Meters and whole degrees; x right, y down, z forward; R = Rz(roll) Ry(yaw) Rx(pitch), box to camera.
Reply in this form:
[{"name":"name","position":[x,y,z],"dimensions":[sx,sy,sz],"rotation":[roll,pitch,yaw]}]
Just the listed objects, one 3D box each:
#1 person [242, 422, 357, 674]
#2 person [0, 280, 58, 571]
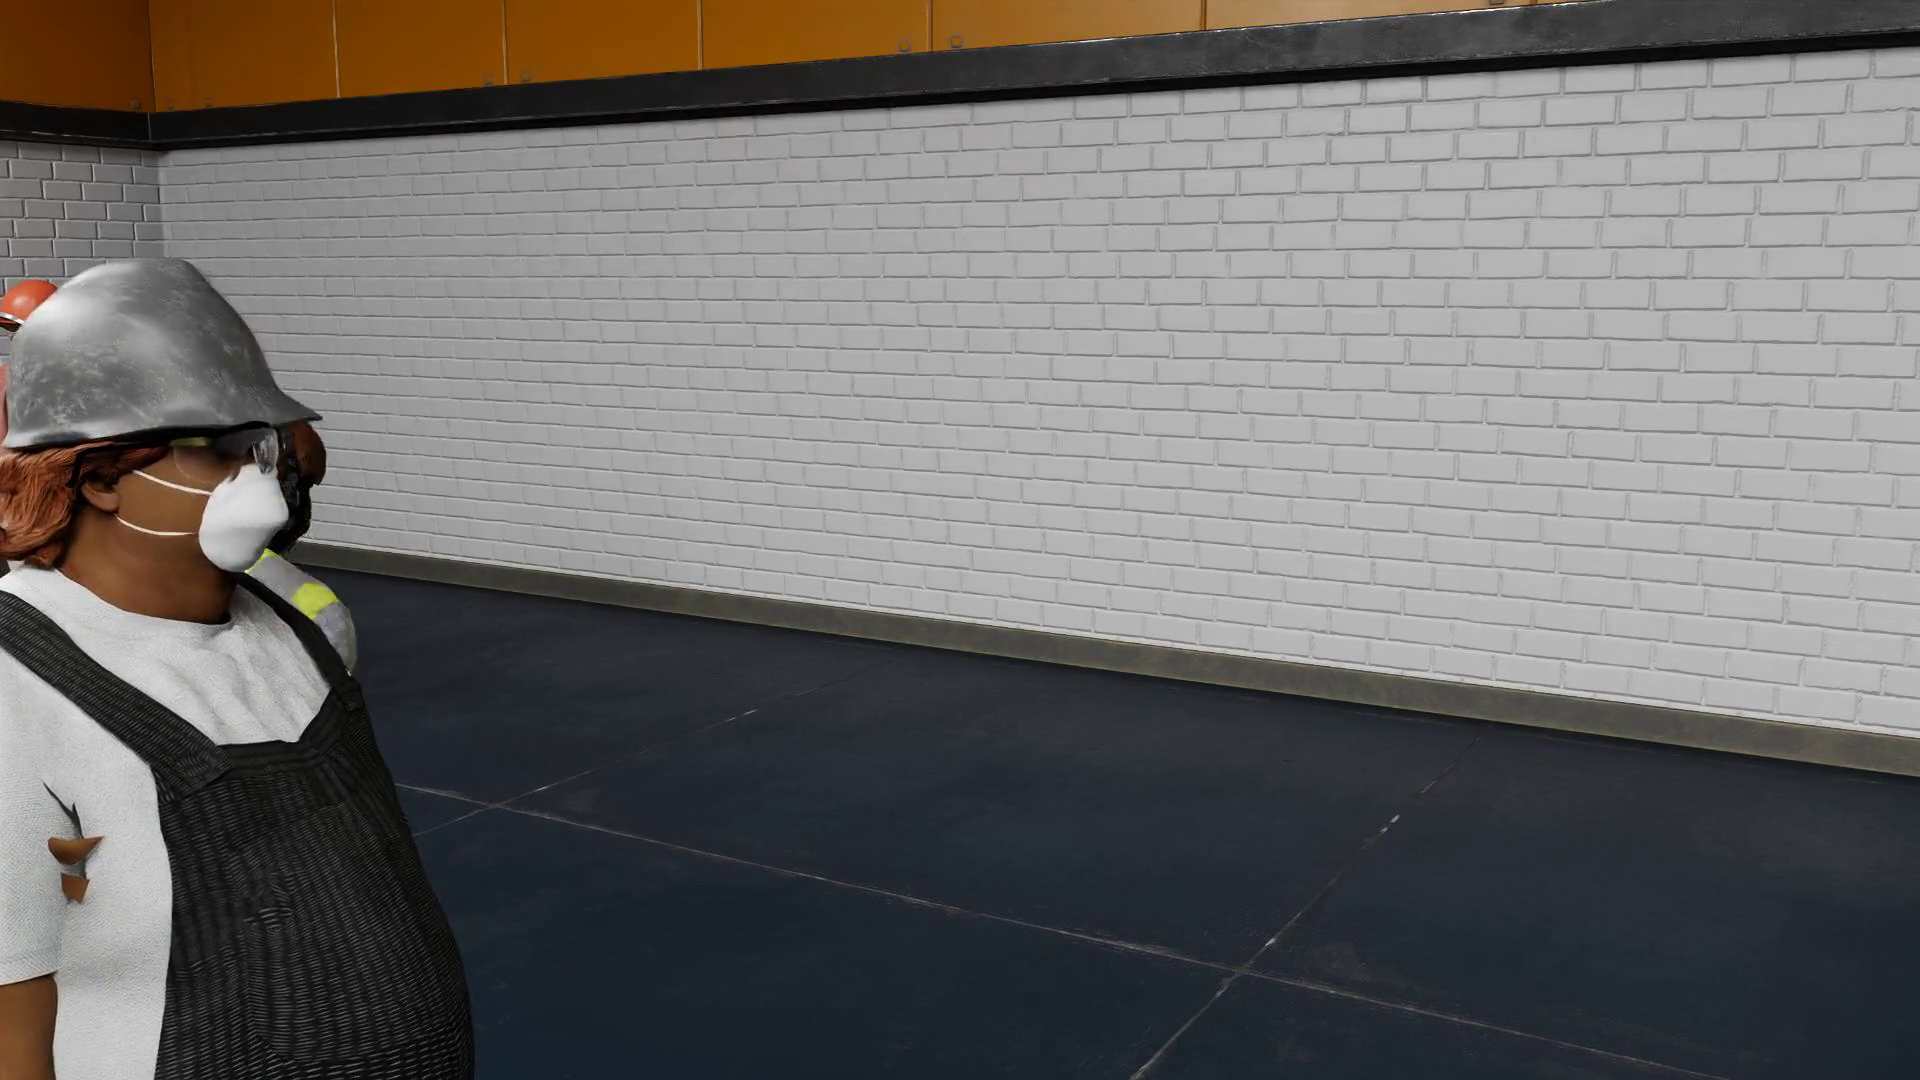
[{"name":"person","position":[-1.359,0.670,2.891],"dimensions":[0.642,1.812,0.645],"rotation":[5,10,27]},{"name":"person","position":[-3.752,-0.065,6.873],"dimensions":[0.608,1.995,0.377],"rotation":[4,10,23]}]
